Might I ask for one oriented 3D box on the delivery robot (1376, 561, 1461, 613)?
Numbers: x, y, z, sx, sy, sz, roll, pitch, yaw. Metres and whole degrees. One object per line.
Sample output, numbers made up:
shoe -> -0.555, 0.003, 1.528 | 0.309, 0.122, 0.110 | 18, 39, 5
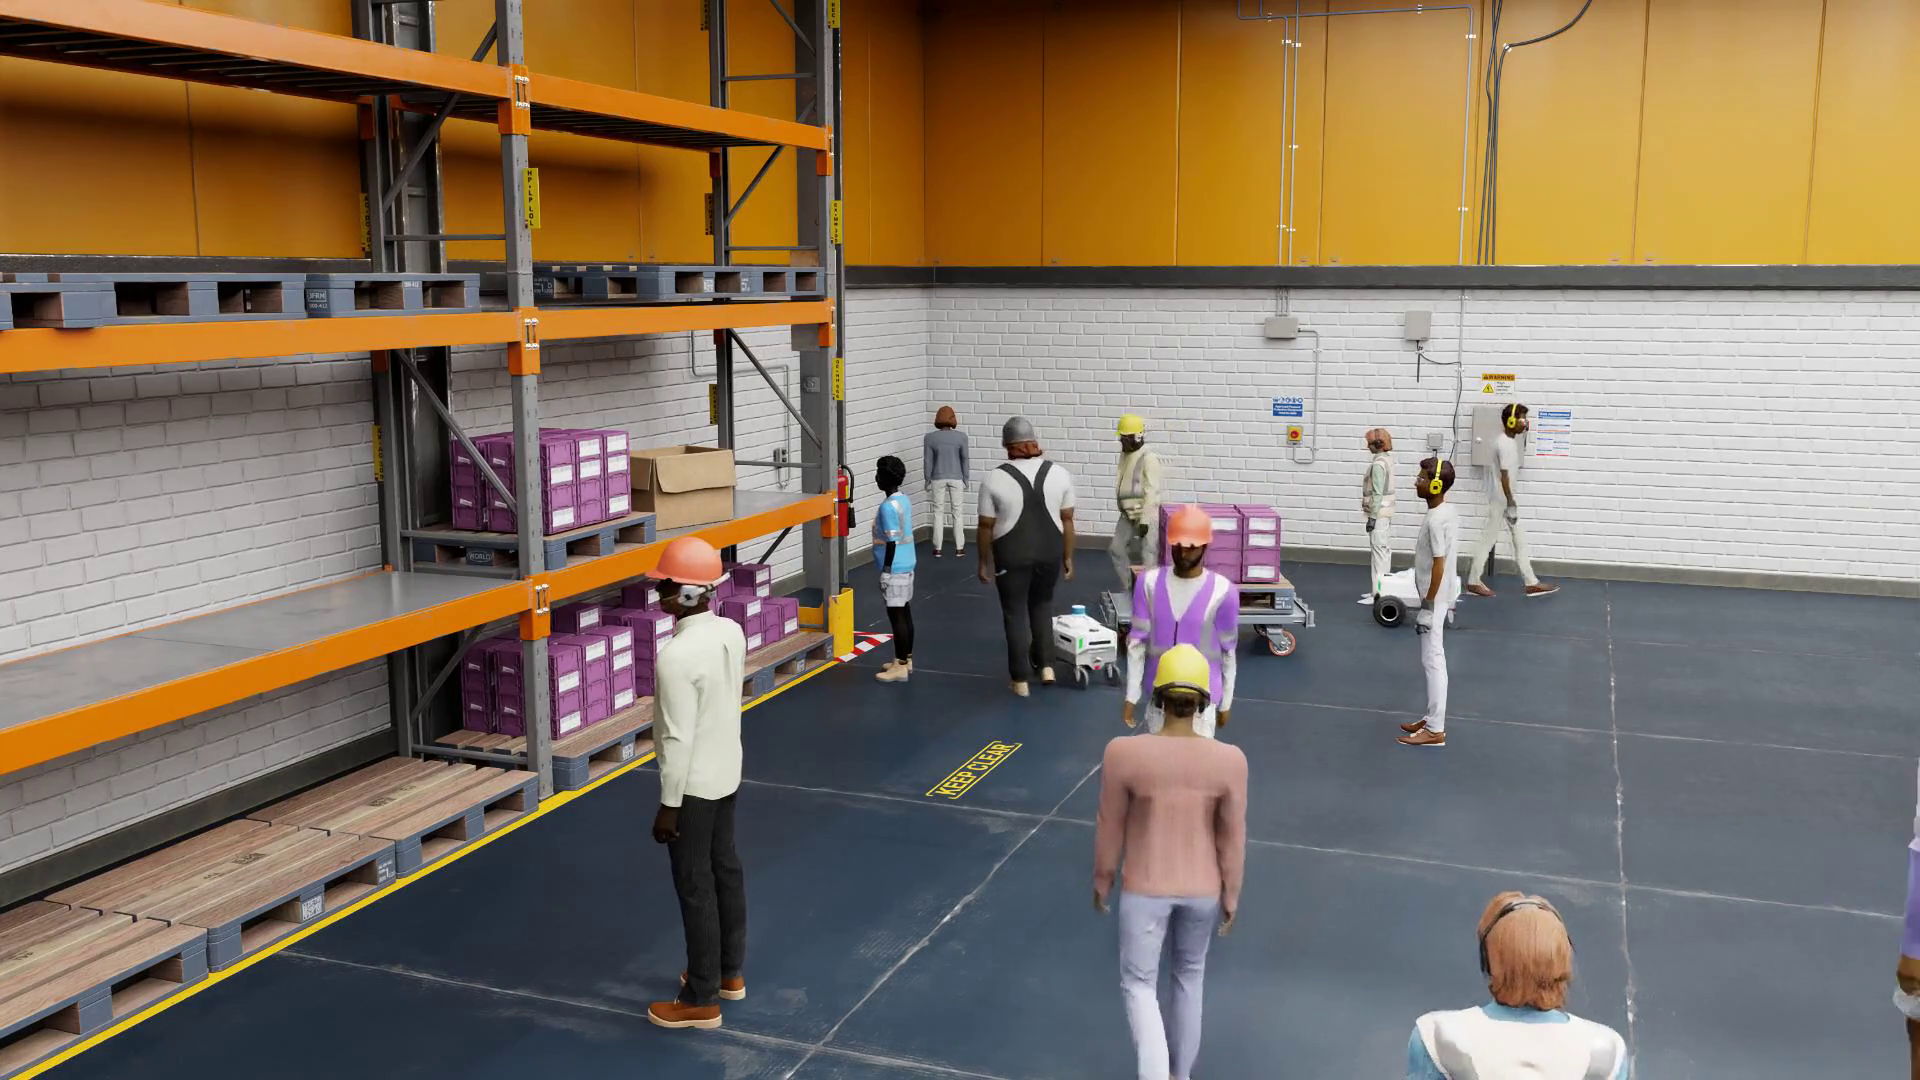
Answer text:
delivery robot -> 3.978, 0.420, 14.435 | 0.707, 0.478, 0.477 | 2, 9, 14

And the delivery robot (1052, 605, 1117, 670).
delivery robot -> 0.886, 0.733, 12.455 | 0.477, 0.478, 0.707 | -4, 10, -23

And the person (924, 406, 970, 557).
person -> -0.144, -0.631, 17.950 | 0.498, 1.633, 0.278 | 0, 9, 0

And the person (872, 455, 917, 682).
person -> -0.496, 0.212, 12.459 | 0.320, 1.695, 0.537 | 2, 9, 11

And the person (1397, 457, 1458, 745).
person -> 3.038, 0.395, 10.761 | 0.328, 1.876, 0.514 | 3, 10, 20

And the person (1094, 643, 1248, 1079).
person -> 0.753, 1.240, 5.871 | 0.528, 1.740, 0.736 | 0, 9, -3

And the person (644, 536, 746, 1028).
person -> -1.065, 0.971, 6.750 | 0.371, 1.997, 0.622 | 3, 9, 16

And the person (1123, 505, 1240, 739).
person -> 1.156, 0.744, 8.462 | 0.539, 1.915, 0.832 | 4, 10, 24

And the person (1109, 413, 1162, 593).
person -> 1.580, -0.236, 14.949 | 0.527, 1.799, 0.640 | -4, 10, -23

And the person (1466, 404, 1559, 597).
person -> 5.206, -0.350, 15.563 | 0.907, 1.824, 0.567 | 5, 10, 26

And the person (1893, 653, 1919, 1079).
person -> 3.230, 1.198, 5.228 | 0.614, 2.025, 0.571 | -3, 10, -20

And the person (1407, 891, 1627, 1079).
person -> 1.264, 1.625, 3.801 | 0.520, 1.623, 0.581 | 0, 9, 1

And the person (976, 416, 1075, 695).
person -> 0.452, 0.098, 12.103 | 0.708, 2.000, 0.541 | -3, 9, -15

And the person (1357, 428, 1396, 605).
person -> 3.858, -0.217, 15.340 | 0.308, 1.640, 0.511 | 4, 10, 22
